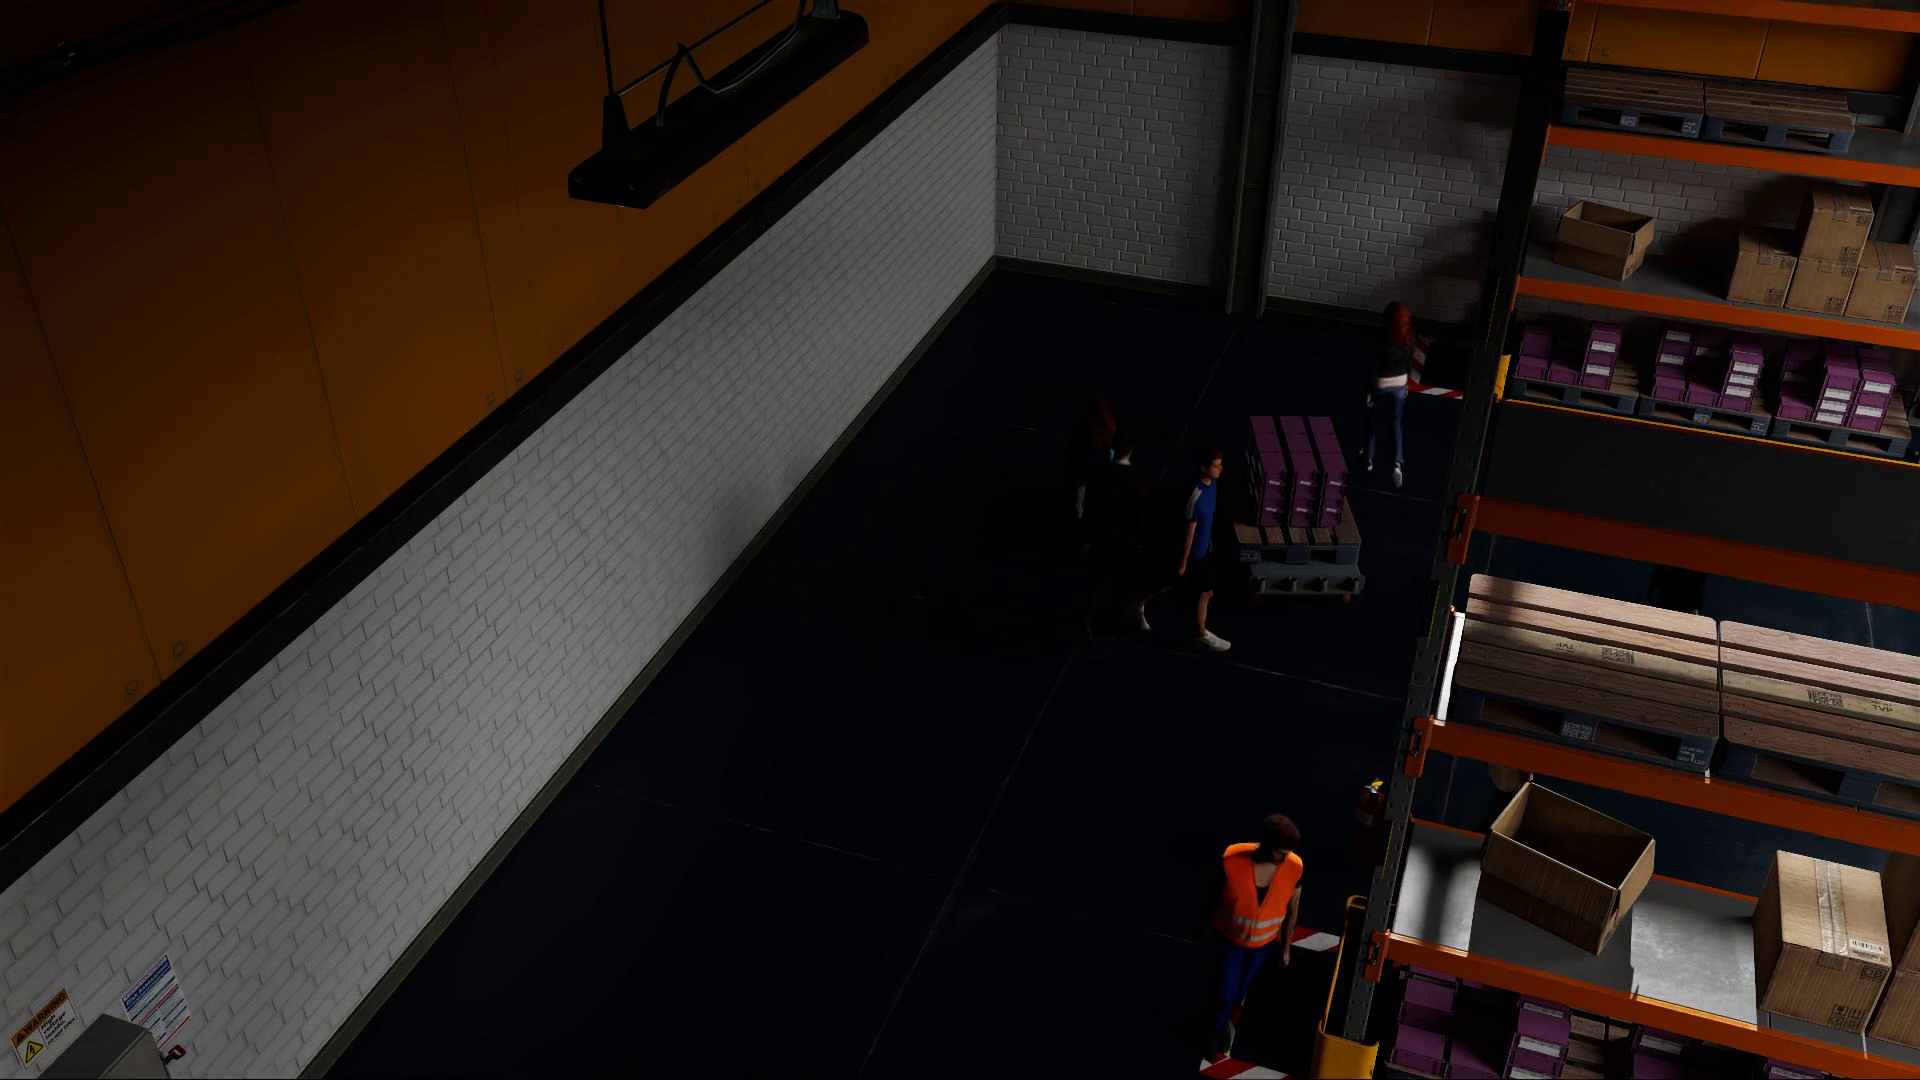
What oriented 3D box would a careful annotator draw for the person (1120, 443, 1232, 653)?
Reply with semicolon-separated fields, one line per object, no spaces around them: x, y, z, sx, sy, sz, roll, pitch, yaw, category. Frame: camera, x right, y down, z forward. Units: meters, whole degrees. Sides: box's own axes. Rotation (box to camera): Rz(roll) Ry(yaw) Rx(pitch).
1.708;0.026;12.881;1.163;1.837;0.679;9;35;13;person

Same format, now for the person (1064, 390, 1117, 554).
1.096;-0.543;14.054;0.831;1.487;0.829;-3;34;-5;person

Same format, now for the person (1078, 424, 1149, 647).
1.183;-0.006;12.923;1.042;1.844;0.765;13;36;19;person

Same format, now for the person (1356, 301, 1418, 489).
3.866;-1.286;14.915;1.068;1.770;0.920;-2;34;-4;person

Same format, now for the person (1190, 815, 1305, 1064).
1.643;2.200;9.597;0.752;1.851;0.891;3;34;5;person
